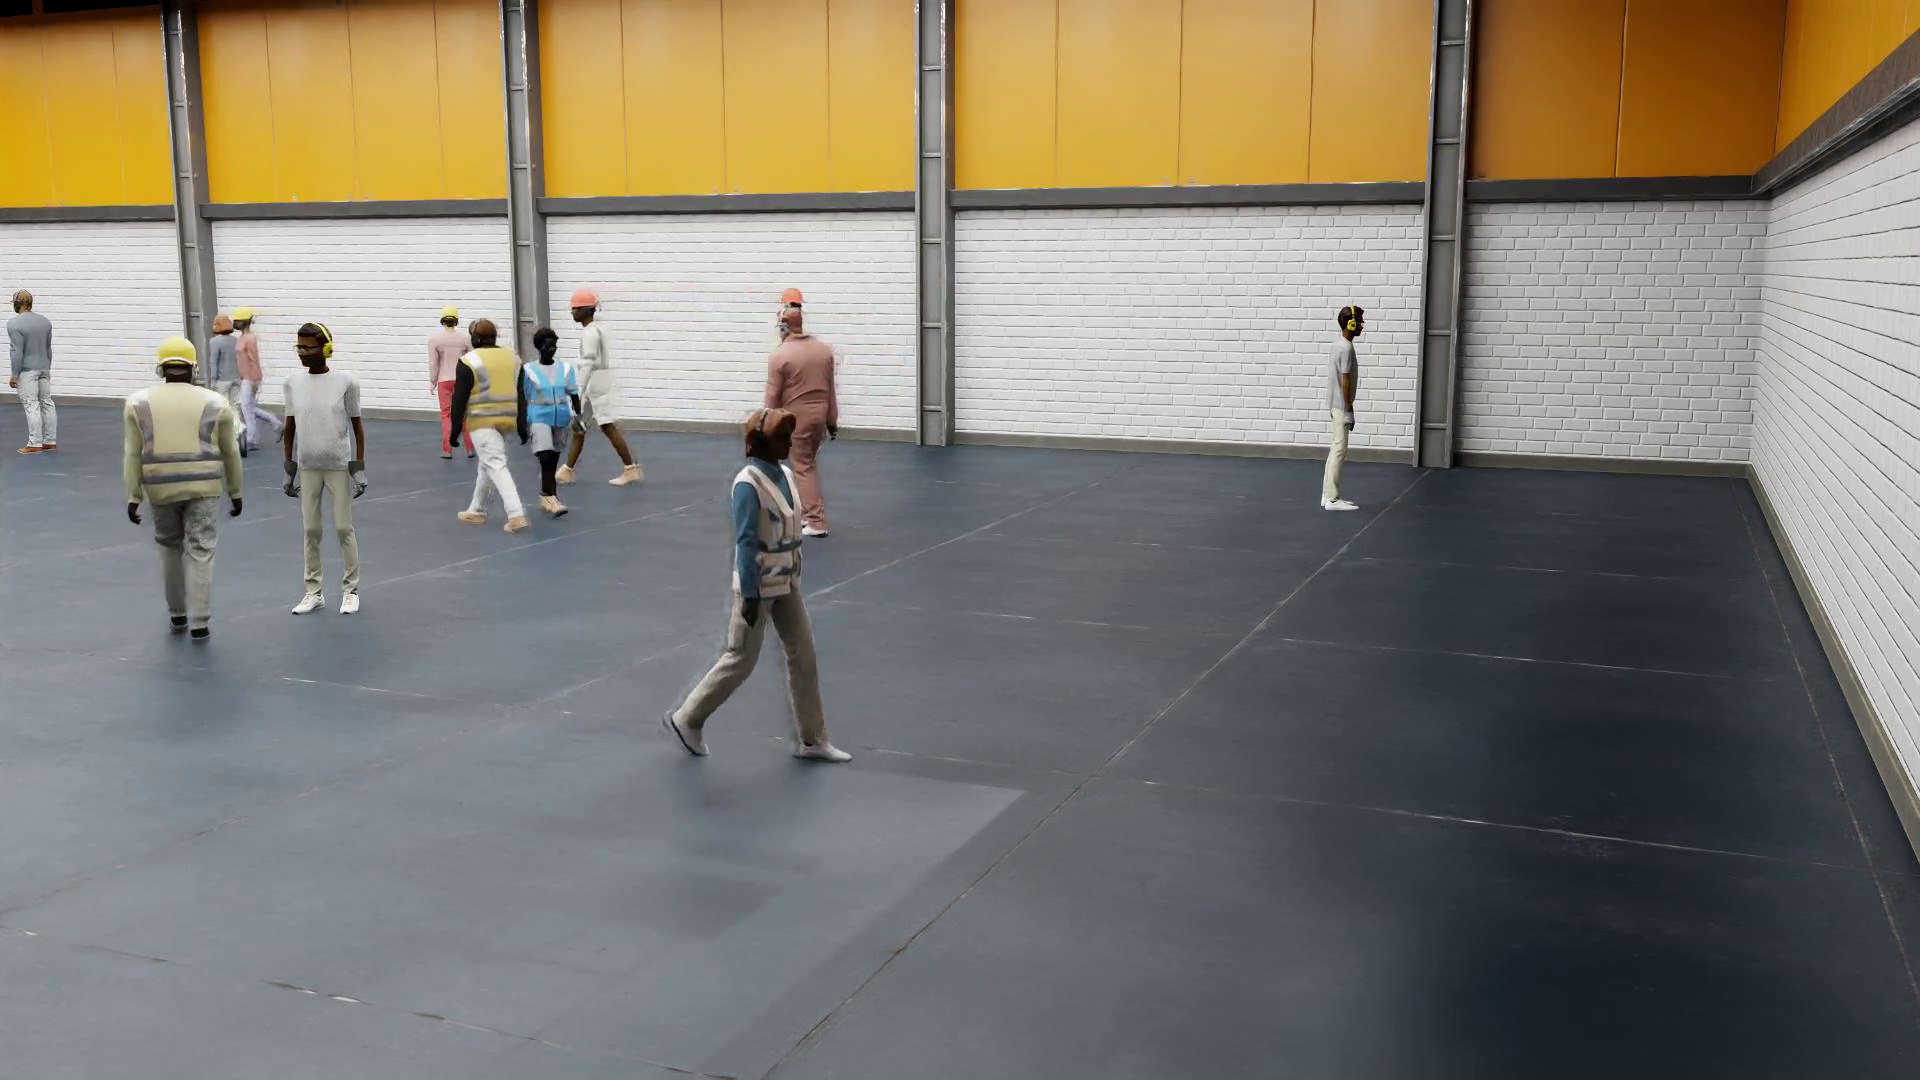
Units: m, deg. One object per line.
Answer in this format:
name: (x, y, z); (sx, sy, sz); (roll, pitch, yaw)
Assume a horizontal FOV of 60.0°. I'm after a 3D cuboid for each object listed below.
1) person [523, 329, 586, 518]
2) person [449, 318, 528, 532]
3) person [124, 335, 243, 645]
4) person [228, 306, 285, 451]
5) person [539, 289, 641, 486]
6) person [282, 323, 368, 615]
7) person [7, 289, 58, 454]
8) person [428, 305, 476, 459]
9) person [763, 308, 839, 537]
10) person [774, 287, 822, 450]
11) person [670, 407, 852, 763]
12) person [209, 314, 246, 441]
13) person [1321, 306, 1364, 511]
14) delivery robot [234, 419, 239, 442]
person: (-3.588, -1.029, 14.701); (0.546, 1.652, 0.838); (-7, 12, -38)
person: (-3.953, -0.970, 13.991); (1.007, 1.785, 0.625); (7, 11, 35)
person: (-4.609, -0.313, 9.928); (0.626, 1.805, 0.774); (-3, 10, -19)
person: (-8.465, -1.939, 19.993); (0.581, 1.750, 0.521); (-6, 11, -34)
person: (-3.698, -1.512, 16.683); (1.013, 1.995, 0.624); (-2, 10, -11)
person: (-4.050, -0.449, 10.596); (0.534, 1.865, 0.309); (0, 9, -1)
person: (-10.953, -1.974, 19.610); (0.372, 1.941, 0.627); (2, 10, 11)
person: (-5.841, -1.813, 19.155); (0.523, 1.769, 0.322); (-4, 10, -25)
person: (-1.378, -0.967, 13.703); (0.793, 1.870, 0.660); (9, 13, 43)
person: (-2.095, -2.065, 20.087); (0.859, 1.970, 0.622); (4, 10, 21)
person: (-0.917, 0.206, 7.412); (0.795, 1.610, 0.528); (3, 10, 18)
person: (-9.018, -1.969, 20.522); (0.413, 1.620, 0.524); (4, 10, 22)
person: (3.490, -1.194, 15.139); (0.317, 1.862, 0.519); (1, 9, 5)
delivery robot: (-8.598, -1.289, 19.362); (0.477, 0.478, 0.707); (-4, 10, -25)
